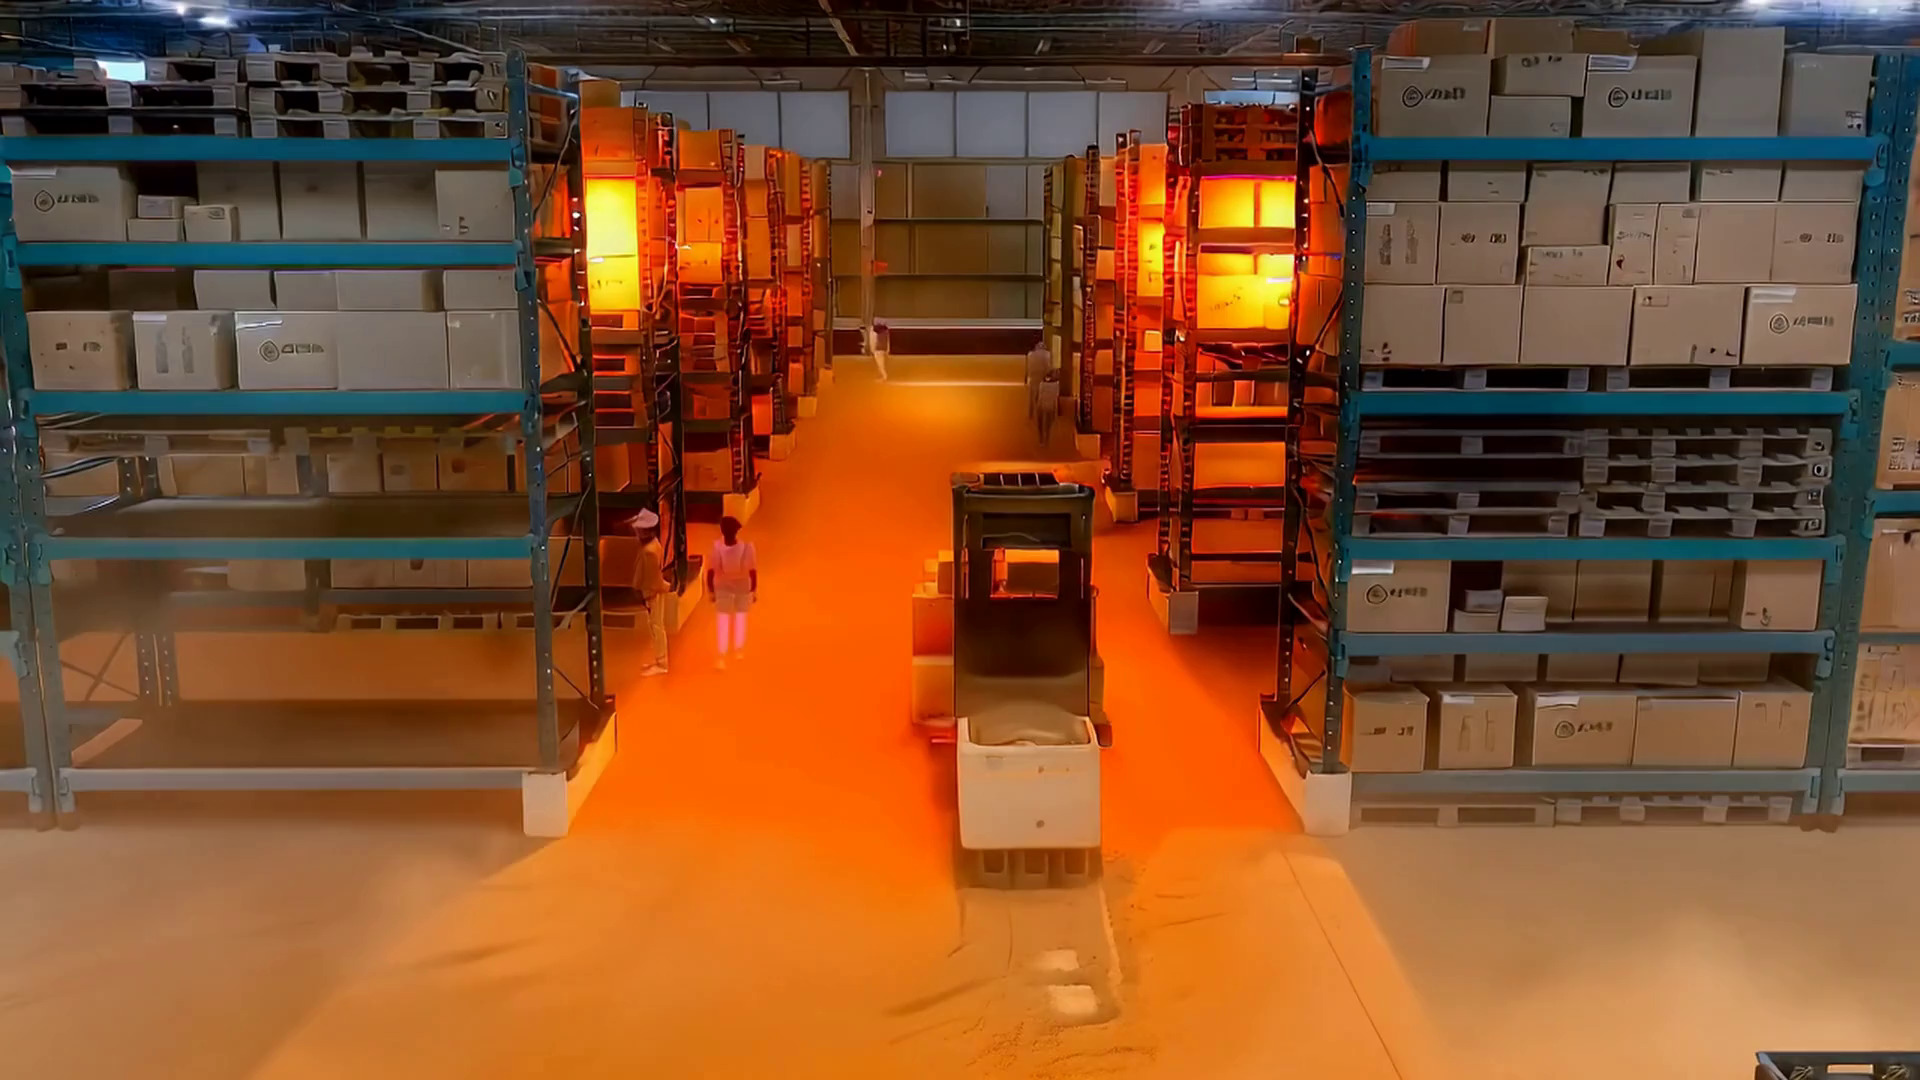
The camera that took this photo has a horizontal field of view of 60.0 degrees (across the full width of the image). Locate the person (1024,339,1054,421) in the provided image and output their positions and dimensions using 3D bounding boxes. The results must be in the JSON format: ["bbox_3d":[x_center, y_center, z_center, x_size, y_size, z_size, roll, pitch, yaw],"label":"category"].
[{"bbox_3d":[1.834,-3.729,38.689,0.661,1.881,0.650,-3,12,-13],"label":"person"}]

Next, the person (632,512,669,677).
[{"bbox_3d":[-3.288,0.572,17.649,0.325,1.763,0.533,-3,12,-14],"label":"person"}]

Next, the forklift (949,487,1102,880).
[{"bbox_3d":[0.495,0.986,12.813,1.129,2.768,1.873,0,11,-2],"label":"forklift"}]

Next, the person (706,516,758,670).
[{"bbox_3d":[-2.448,0.571,17.919,0.556,1.650,0.876,-2,12,-9],"label":"person"}]

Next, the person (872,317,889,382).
[{"bbox_3d":[-2.279,-5.385,46.980,0.429,1.842,0.633,9,14,38],"label":"person"}]

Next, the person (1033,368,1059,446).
[{"bbox_3d":[1.792,-2.774,34.566,0.527,1.613,0.391,2,12,8],"label":"person"}]
